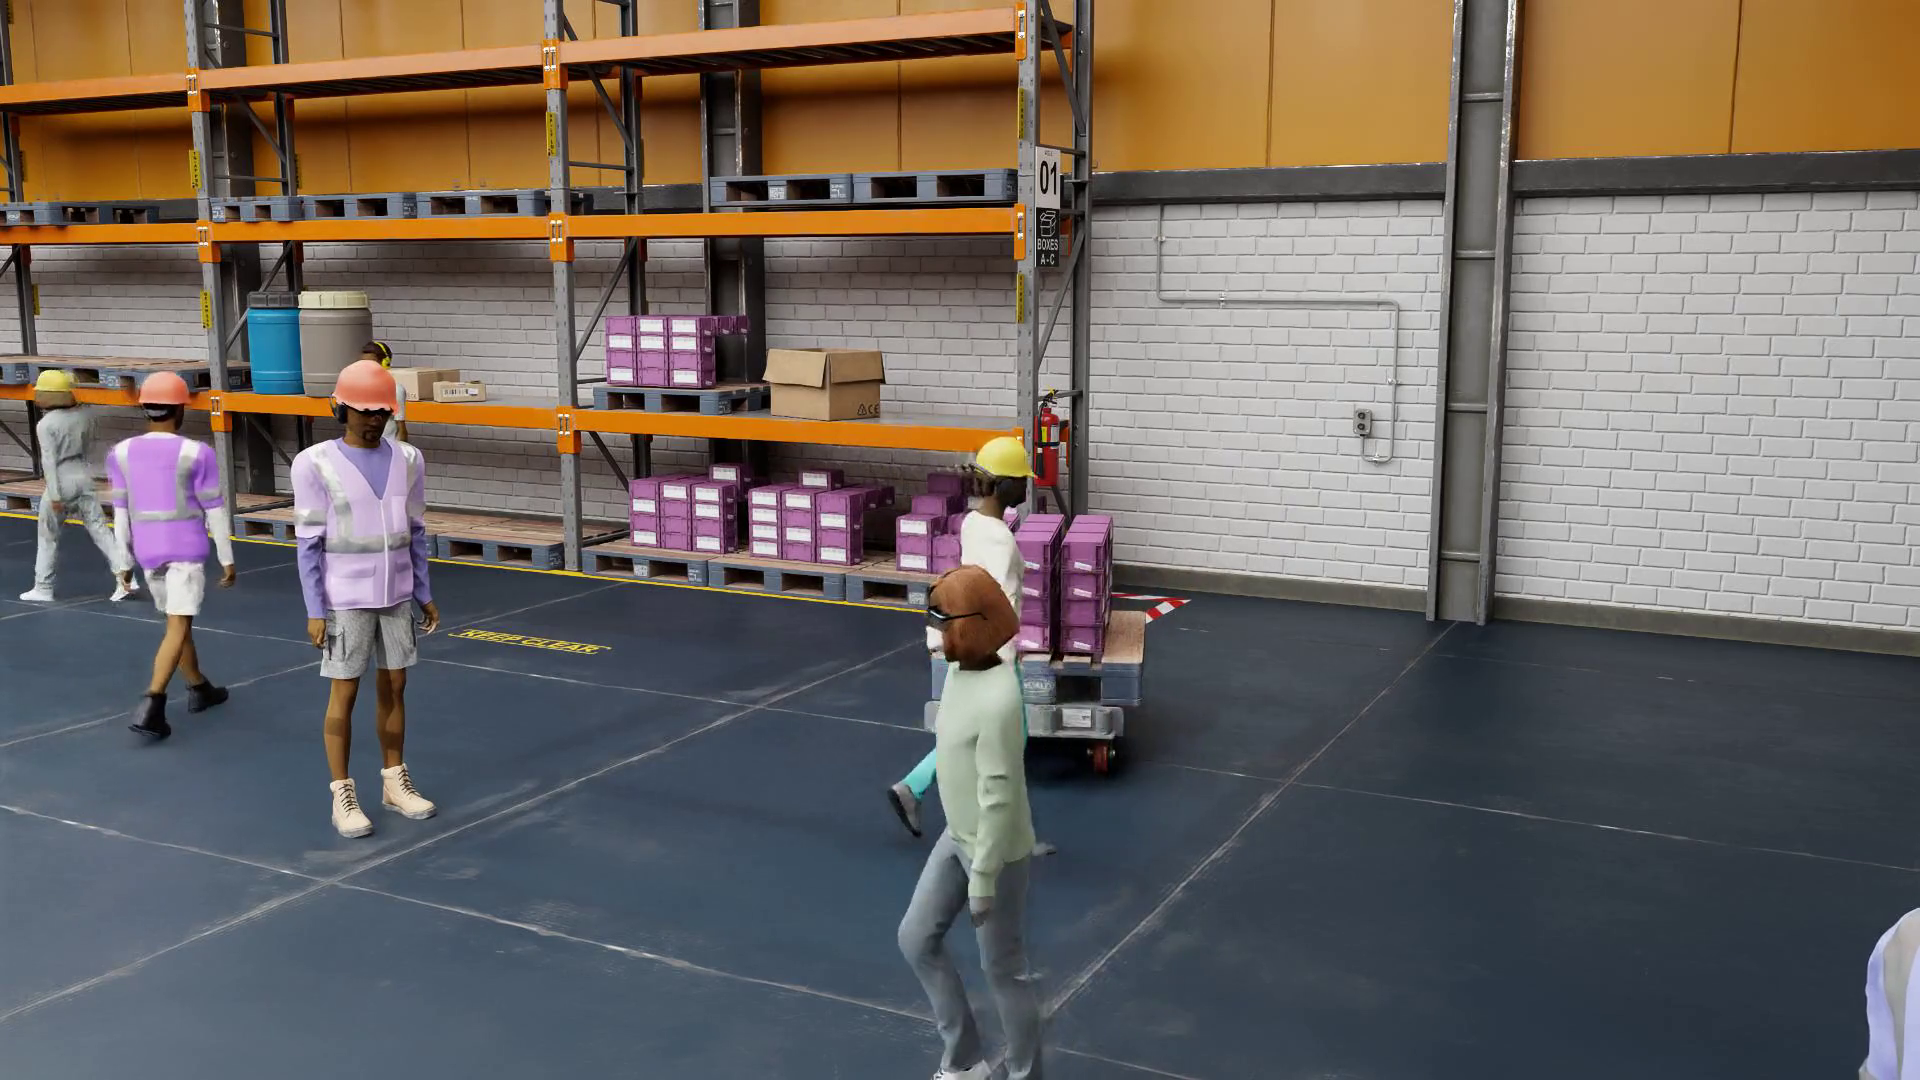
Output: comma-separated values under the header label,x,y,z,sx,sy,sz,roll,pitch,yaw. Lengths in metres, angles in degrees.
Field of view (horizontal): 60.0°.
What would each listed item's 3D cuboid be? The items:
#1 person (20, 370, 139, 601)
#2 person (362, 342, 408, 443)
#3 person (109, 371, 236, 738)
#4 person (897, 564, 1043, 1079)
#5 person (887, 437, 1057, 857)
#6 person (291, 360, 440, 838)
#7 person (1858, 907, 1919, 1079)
label,x,y,z,sx,sy,sz,roll,pitch,yaw
person,-6.428,-0.386,12.061,0.889,1.705,0.480,3,10,17
person,-4.513,-0.625,13.070,0.518,1.860,0.321,8,12,41
person,-4.154,0.060,8.747,0.560,1.895,0.983,0,9,3
person,0.017,0.866,4.598,0.520,1.610,0.518,-3,10,-15
person,0.056,0.449,6.801,0.594,1.746,0.546,-2,10,-14
person,-2.530,0.244,7.169,0.389,2.034,0.605,8,12,39
person,1.390,1.110,2.121,0.357,1.937,0.551,-2,9,-10
